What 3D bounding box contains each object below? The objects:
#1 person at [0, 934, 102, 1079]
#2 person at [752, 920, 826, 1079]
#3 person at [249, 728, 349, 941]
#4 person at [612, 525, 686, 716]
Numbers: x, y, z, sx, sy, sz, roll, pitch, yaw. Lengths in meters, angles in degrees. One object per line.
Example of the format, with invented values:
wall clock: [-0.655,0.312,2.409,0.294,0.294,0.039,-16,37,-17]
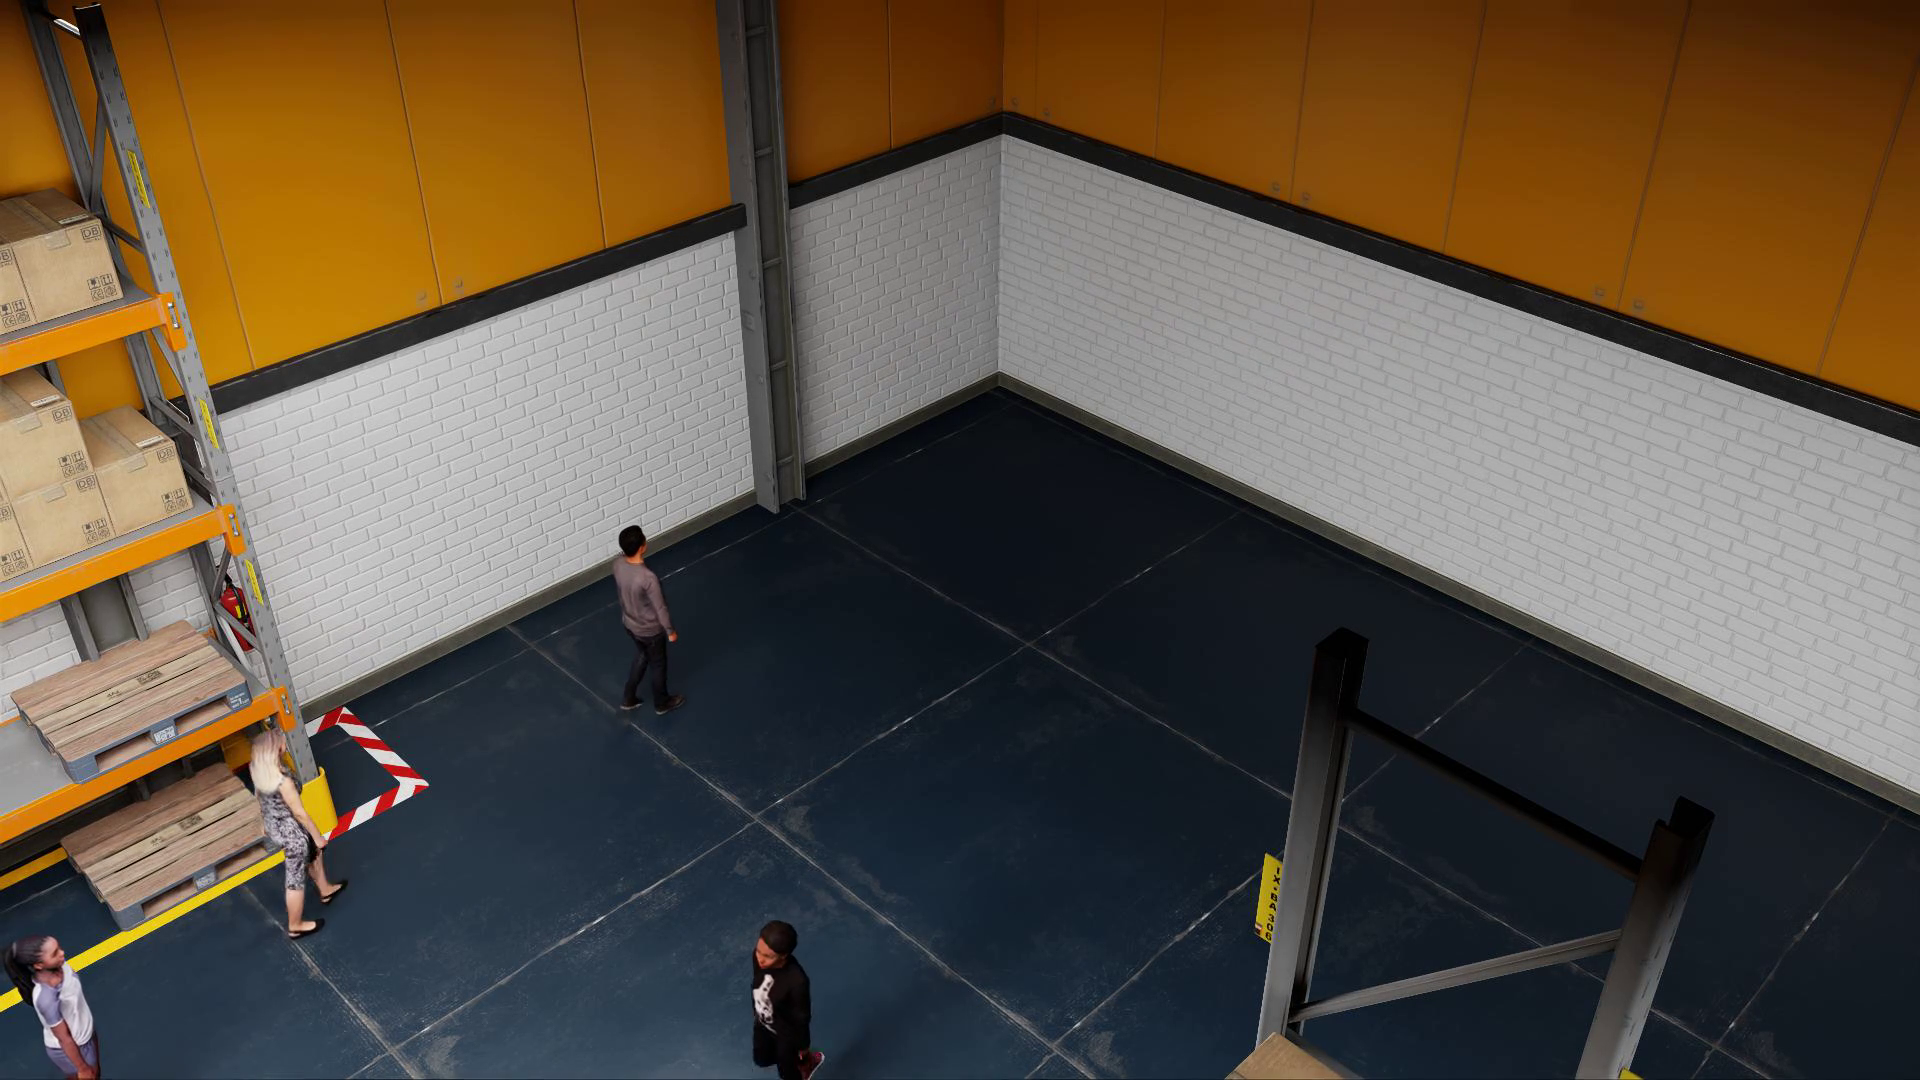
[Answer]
person: [-5.095,2.895,9.576,0.651,1.721,0.677,-14,36,-20]
person: [-0.993,2.796,9.782,0.612,1.660,0.735,27,42,34]
person: [-4.514,1.991,10.974,0.651,1.680,0.801,24,40,32]
person: [-2.494,0.670,12.888,0.648,1.762,0.724,-29,43,-36]
